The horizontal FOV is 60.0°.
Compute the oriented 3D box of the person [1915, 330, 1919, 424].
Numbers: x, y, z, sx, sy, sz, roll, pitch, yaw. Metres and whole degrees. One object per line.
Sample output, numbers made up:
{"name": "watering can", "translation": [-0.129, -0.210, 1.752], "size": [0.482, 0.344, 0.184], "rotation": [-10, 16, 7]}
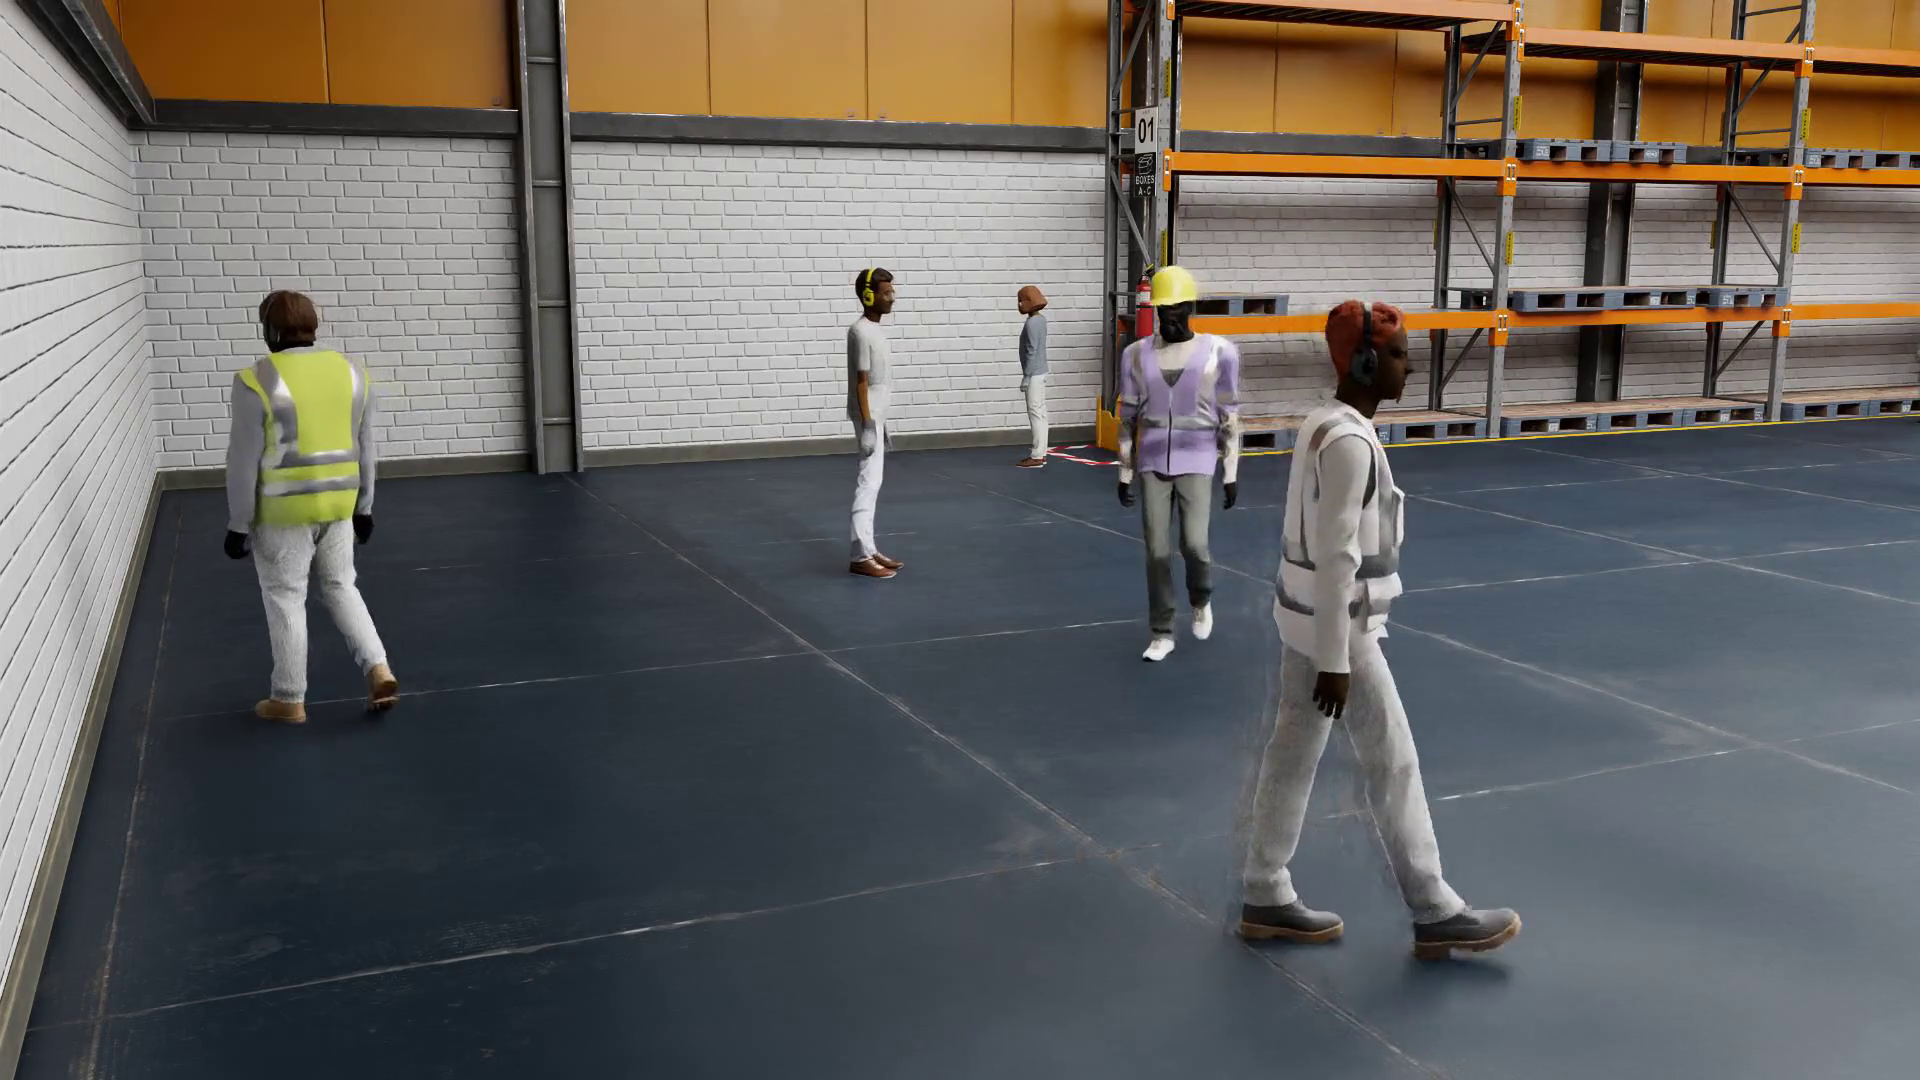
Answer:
{"name": "person", "translation": [10.843, -2.076, 18.361], "size": [0.509, 1.632, 0.268], "rotation": [2, 10, 13]}

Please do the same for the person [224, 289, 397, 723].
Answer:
{"name": "person", "translation": [-2.719, -0.119, 6.921], "size": [0.557, 1.836, 0.649], "rotation": [7, 12, 33]}

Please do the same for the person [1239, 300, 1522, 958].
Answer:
{"name": "person", "translation": [1.213, 0.267, 4.690], "size": [0.869, 1.850, 0.606], "rotation": [1, 10, 4]}

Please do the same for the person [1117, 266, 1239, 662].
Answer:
{"name": "person", "translation": [1.057, -0.370, 8.081], "size": [0.602, 1.907, 0.487], "rotation": [4, 11, 23]}

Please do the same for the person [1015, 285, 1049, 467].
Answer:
{"name": "person", "translation": [0.651, -1.468, 14.969], "size": [0.279, 1.633, 0.499], "rotation": [3, 11, 15]}

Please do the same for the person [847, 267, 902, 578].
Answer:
{"name": "person", "translation": [-0.524, -0.712, 10.103], "size": [0.312, 1.868, 0.531], "rotation": [1, 10, 5]}
